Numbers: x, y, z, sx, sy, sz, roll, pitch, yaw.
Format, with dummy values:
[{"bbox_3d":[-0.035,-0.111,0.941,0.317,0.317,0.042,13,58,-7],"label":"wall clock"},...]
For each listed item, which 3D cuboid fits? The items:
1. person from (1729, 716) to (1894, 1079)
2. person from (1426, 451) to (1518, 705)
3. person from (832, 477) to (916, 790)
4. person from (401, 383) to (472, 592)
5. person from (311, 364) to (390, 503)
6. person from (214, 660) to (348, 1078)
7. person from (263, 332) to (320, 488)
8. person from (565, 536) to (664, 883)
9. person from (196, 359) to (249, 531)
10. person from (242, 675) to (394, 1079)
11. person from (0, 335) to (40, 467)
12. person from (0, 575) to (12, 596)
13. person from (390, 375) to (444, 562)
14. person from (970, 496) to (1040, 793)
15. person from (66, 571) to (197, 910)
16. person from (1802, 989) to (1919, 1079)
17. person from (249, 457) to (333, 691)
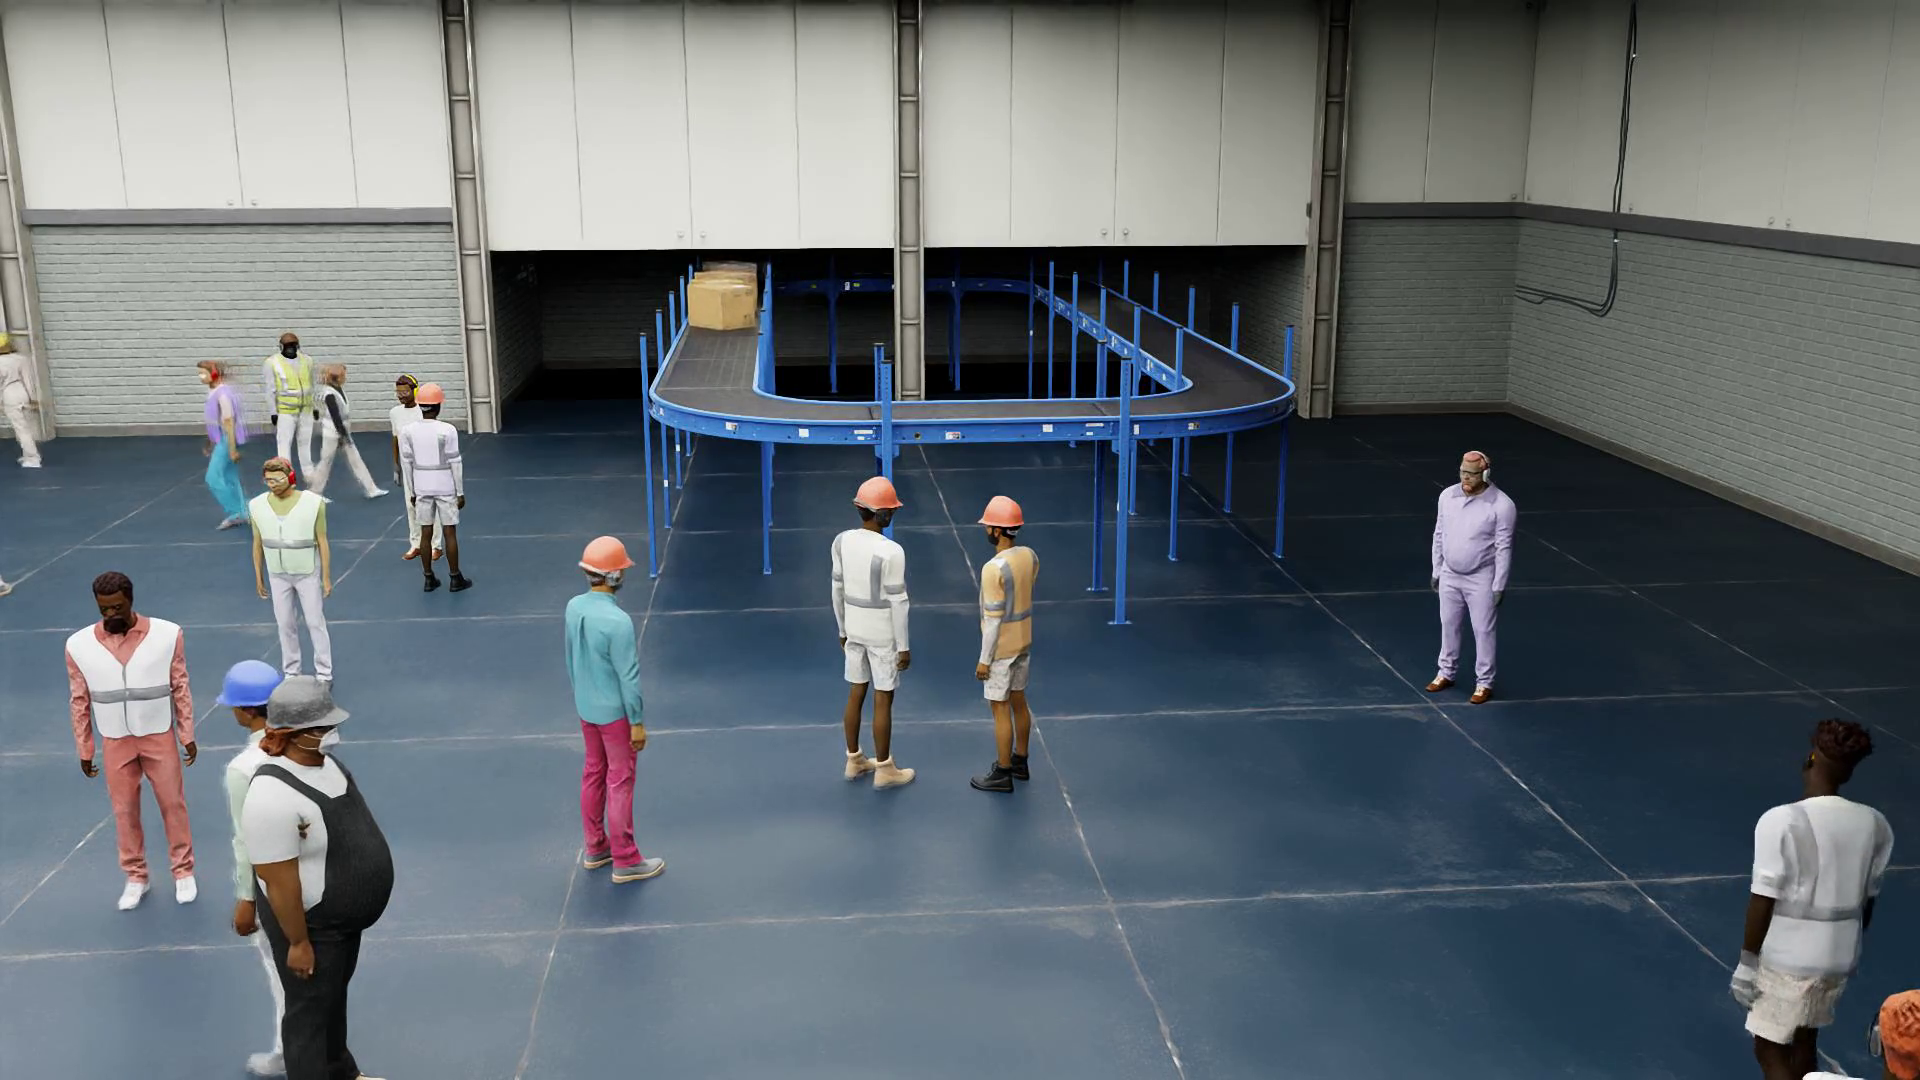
[{"bbox_3d":[3.431,1.687,6.655,0.693,1.922,0.563,-4,15,-17],"label":"person"},{"bbox_3d":[3.782,0.269,12.383,0.395,1.898,0.642,-12,19,-40],"label":"person"},{"bbox_3d":[-0.543,0.595,10.770,0.613,2.041,0.393,12,19,41],"label":"person"},{"bbox_3d":[-4.805,-0.474,15.260,0.542,1.939,0.359,1,14,6],"label":"person"},{"bbox_3d":[-7.023,-1.196,18.850,0.878,1.589,0.529,-1,14,-3],"label":"person"},{"bbox_3d":[-3.053,1.470,7.483,0.408,1.946,0.641,2,14,10],"label":"person"},{"bbox_3d":[-7.900,-1.547,19.753,0.429,1.840,0.627,11,18,38],"label":"person"},{"bbox_3d":[-1.977,0.954,9.433,0.388,1.992,0.622,-13,19,-43],"label":"person"},{"bbox_3d":[-7.852,-1.008,17.637,0.515,1.823,0.569,-8,16,-30],"label":"person"},{"bbox_3d":[-2.656,1.537,7.005,0.536,2.000,0.676,-1,14,-5],"label":"person"},{"bbox_3d":[-11.864,-1.742,20.798,0.550,1.706,0.516,4,14,14],"label":"person"},{"bbox_3d":[-9.006,-0.438,15.012,0.612,1.987,0.400,-3,14,-11],"label":"person"},{"bbox_3d":[-5.342,-0.701,16.341,0.502,1.861,0.328,3,14,11],"label":"person"},{"bbox_3d":[0.275,0.668,10.690,0.354,1.939,0.544,8,16,30],"label":"person"},{"bbox_3d":[-4.514,1.079,9.114,0.599,1.909,0.399,-5,15,-20],"label":"person"},{"bbox_3d":[2.645,2.169,4.786,0.355,1.887,0.573,-11,18,-37],"label":"person"},{"bbox_3d":[-5.014,0.267,12.518,0.571,1.832,0.404,0,14,-1],"label":"person"}]
